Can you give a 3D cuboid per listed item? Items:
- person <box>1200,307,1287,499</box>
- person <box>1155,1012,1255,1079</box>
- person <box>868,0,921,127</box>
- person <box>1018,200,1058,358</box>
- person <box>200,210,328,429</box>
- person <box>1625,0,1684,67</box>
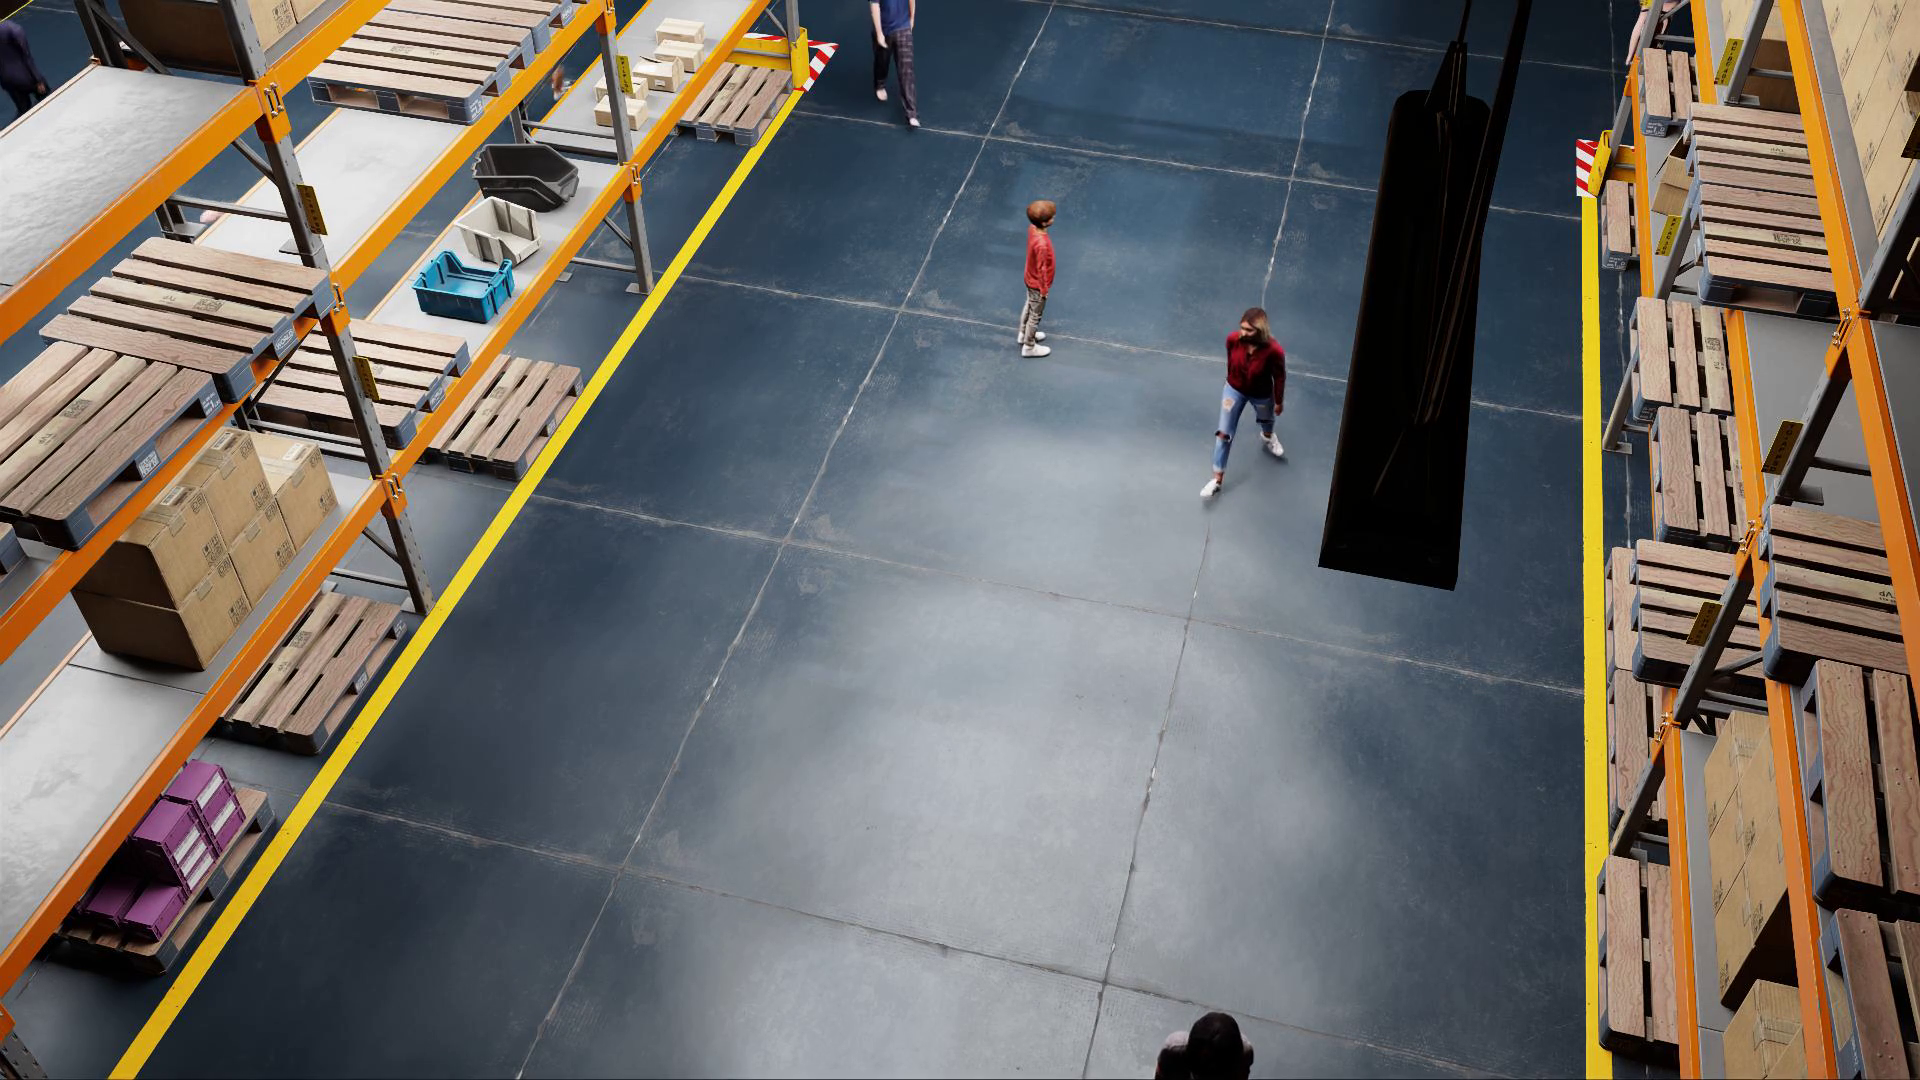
[{"bbox_3d":[2.176,-1.111,12.276,0.759,1.575,1.189,15,46,15],"label":"person"},{"bbox_3d":[1.183,2.745,8.202,0.710,1.612,0.742,-1,44,-1],"label":"person"},{"bbox_3d":[-0.705,-5.010,16.194,1.066,1.816,1.309,-10,45,-11],"label":"person"},{"bbox_3d":[0.619,-2.123,13.456,0.648,1.413,0.536,-7,44,-7],"label":"person"},{"bbox_3d":[-5.374,-1.840,12.899,1.003,1.771,1.350,26,49,25],"label":"person"},{"bbox_3d":[7.164,-5.633,16.884,0.668,1.766,0.679,31,52,28],"label":"person"}]
